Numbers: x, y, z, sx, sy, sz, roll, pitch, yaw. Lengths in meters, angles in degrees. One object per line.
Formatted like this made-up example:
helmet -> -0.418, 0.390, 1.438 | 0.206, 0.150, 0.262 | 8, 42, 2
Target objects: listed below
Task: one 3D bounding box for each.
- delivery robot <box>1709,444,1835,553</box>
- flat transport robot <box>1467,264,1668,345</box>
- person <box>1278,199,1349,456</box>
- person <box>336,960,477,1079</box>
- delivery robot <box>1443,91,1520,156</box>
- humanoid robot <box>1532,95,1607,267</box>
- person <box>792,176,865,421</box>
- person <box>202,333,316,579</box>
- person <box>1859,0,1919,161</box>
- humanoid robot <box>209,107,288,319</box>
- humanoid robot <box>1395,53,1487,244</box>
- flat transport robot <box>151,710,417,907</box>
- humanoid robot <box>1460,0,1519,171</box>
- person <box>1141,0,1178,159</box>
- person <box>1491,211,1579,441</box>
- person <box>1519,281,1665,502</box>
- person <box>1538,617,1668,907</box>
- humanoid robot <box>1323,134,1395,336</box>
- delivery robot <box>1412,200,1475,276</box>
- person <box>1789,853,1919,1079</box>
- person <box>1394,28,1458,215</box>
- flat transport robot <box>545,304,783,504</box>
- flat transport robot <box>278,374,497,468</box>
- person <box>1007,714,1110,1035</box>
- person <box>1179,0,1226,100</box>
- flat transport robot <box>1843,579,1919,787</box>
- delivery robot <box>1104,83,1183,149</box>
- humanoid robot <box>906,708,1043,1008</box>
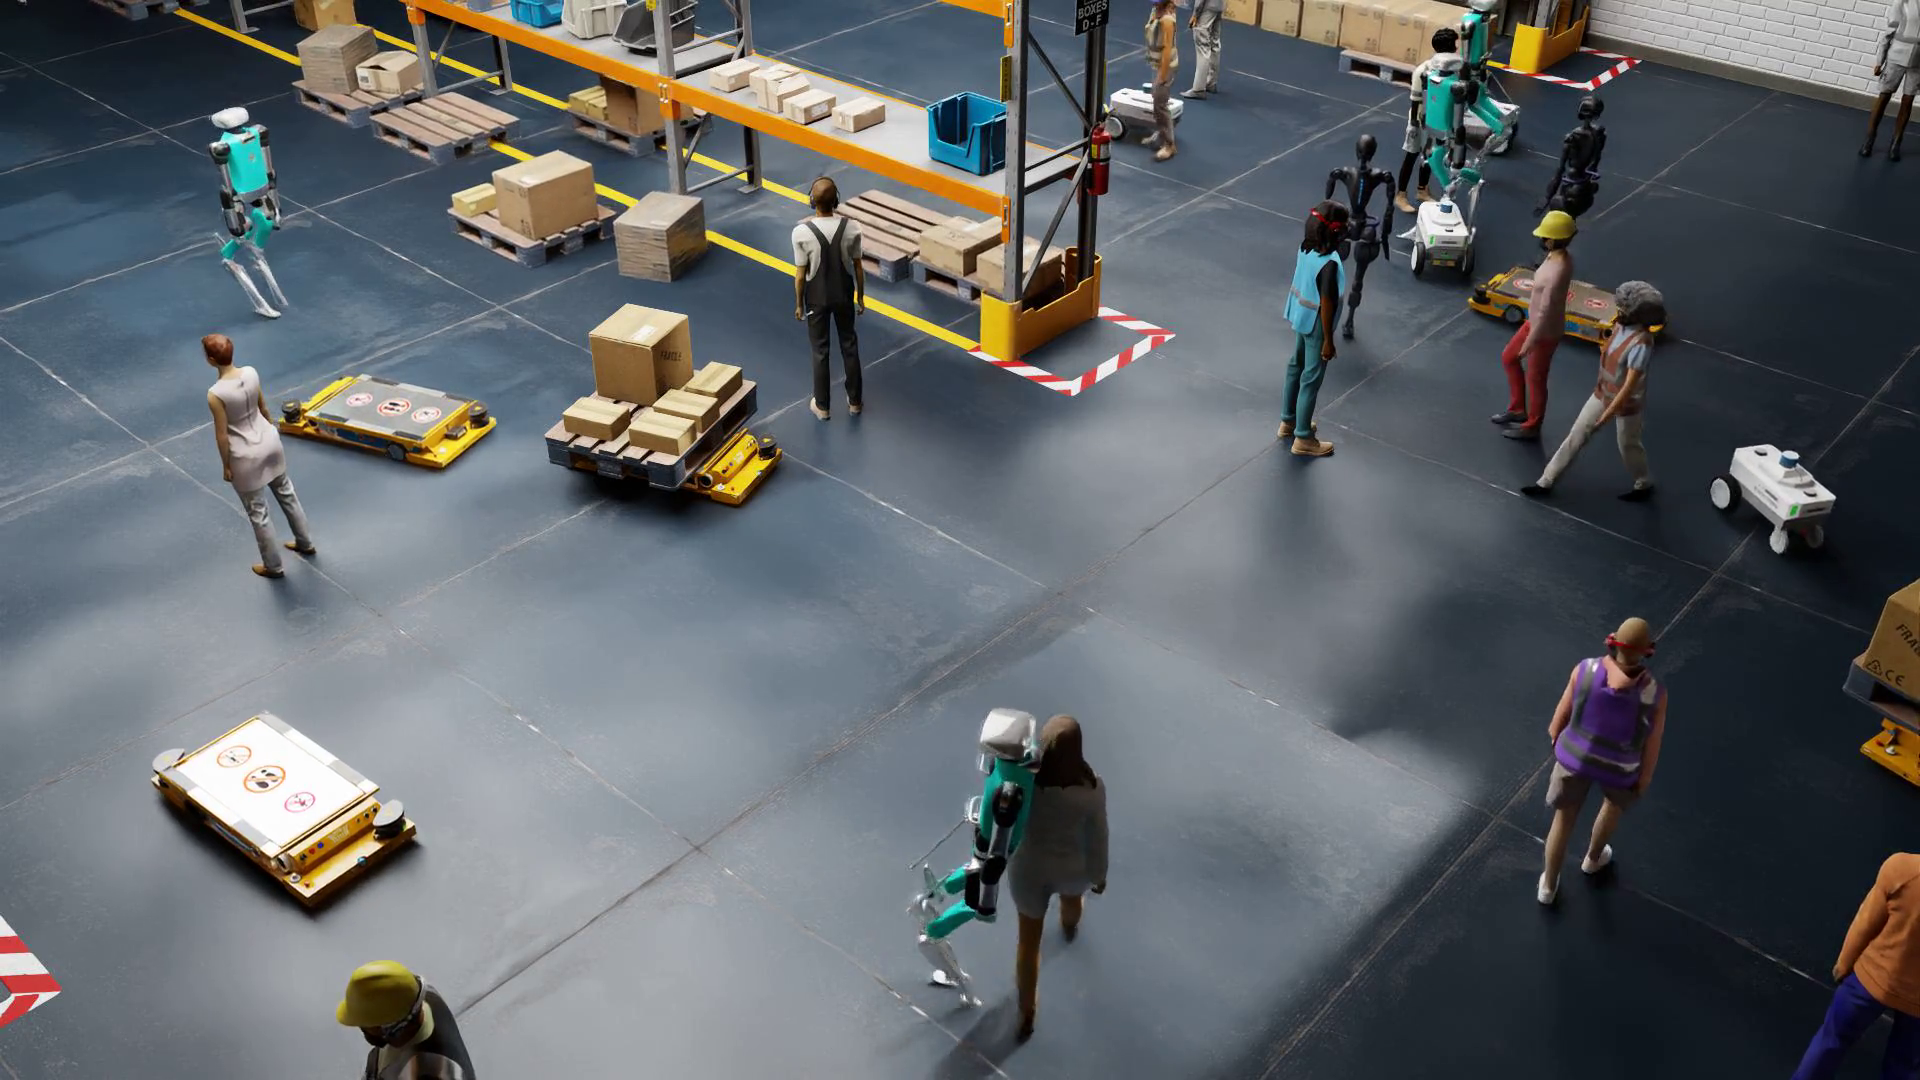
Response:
delivery robot -> 5.412, -0.320, 11.040 | 0.499, 0.614, 0.803 | -8, 35, -11
flat transport robot -> 4.945, -1.887, 13.544 | 1.431, 0.231, 0.659 | 24, 41, 30
person -> 2.457, -1.470, 11.534 | 0.392, 1.866, 0.518 | -6, 35, -9
person -> -1.975, 2.225, 6.223 | 0.403, 1.820, 0.600 | -13, 37, -19
delivery robot -> 5.194, -4.205, 16.633 | 0.750, 0.575, 0.499 | 14, 37, 20
humanoid robot -> 5.039, -2.875, 13.764 | 0.599, 1.644, 0.591 | -21, 40, -28
person -> -0.929, -1.718, 11.911 | 0.508, 1.844, 0.328 | -10, 36, -13
person -> -4.408, -0.535, 10.369 | 0.311, 1.648, 0.438 | 15, 37, 20
person -> 9.154, -4.633, 16.070 | 0.547, 1.924, 0.387 | 13, 37, 18
humanoid robot -> -5.747, -2.578, 13.273 | 0.661, 1.821, 0.538 | 15, 37, 21
humanoid robot -> 4.337, -3.380, 14.428 | 0.975, 1.752, 0.547 | -14, 37, -19
flat transport robot -> -3.605, 1.377, 8.816 | 1.431, 0.231, 0.659 | 24, 41, 30
humanoid robot -> 4.950, -4.206, 15.494 | 0.735, 1.677, 0.533 | 20, 39, 26
person -> 1.944, -4.624, 16.202 | 0.375, 1.760, 0.644 | -3, 35, -4
person -> 4.001, -1.487, 11.649 | 0.488, 1.749, 0.535 | 9, 36, 13
person -> 4.330, -0.950, 10.975 | 0.895, 1.635, 0.442 | -7, 35, -10
person -> 3.117, 1.030, 8.083 | 0.518, 1.668, 0.693 | 19, 39, 25
humanoid robot -> 3.085, -2.387, 13.019 | 0.589, 1.649, 0.359 | 6, 35, 8
delivery robot -> 4.164, -2.642, 14.374 | 0.499, 0.581, 0.774 | 3, 35, 4
person -> 3.837, 1.782, 6.735 | 0.517, 1.971, 0.404 | 20, 40, 27
person -> 4.250, -3.799, 15.063 | 0.535, 1.691, 0.319 | -20, 39, -26
flat transport robot -> -2.038, -0.627, 11.718 | 1.431, 0.231, 0.659 | 13, 37, 18
flat transport robot -> -4.167, -0.885, 12.092 | 1.431, 0.231, 0.659 | 13, 37, 18
person -> 0.425, 1.423, 7.565 | 0.505, 1.613, 0.894 | 4, 35, 5
person -> 2.619, -5.584, 17.466 | 0.395, 1.899, 0.532 | 23, 41, 30
flat transport robot -> 5.766, 1.045, 9.297 | 1.431, 0.231, 0.659 | -21, 40, -27
delivery robot -> 1.845, -4.307, 16.807 | 0.775, 0.604, 0.525 | 21, 40, 27
humanoid robot -> -0.012, 1.466, 7.418 | 0.702, 1.818, 0.555 | 4, 35, 6
